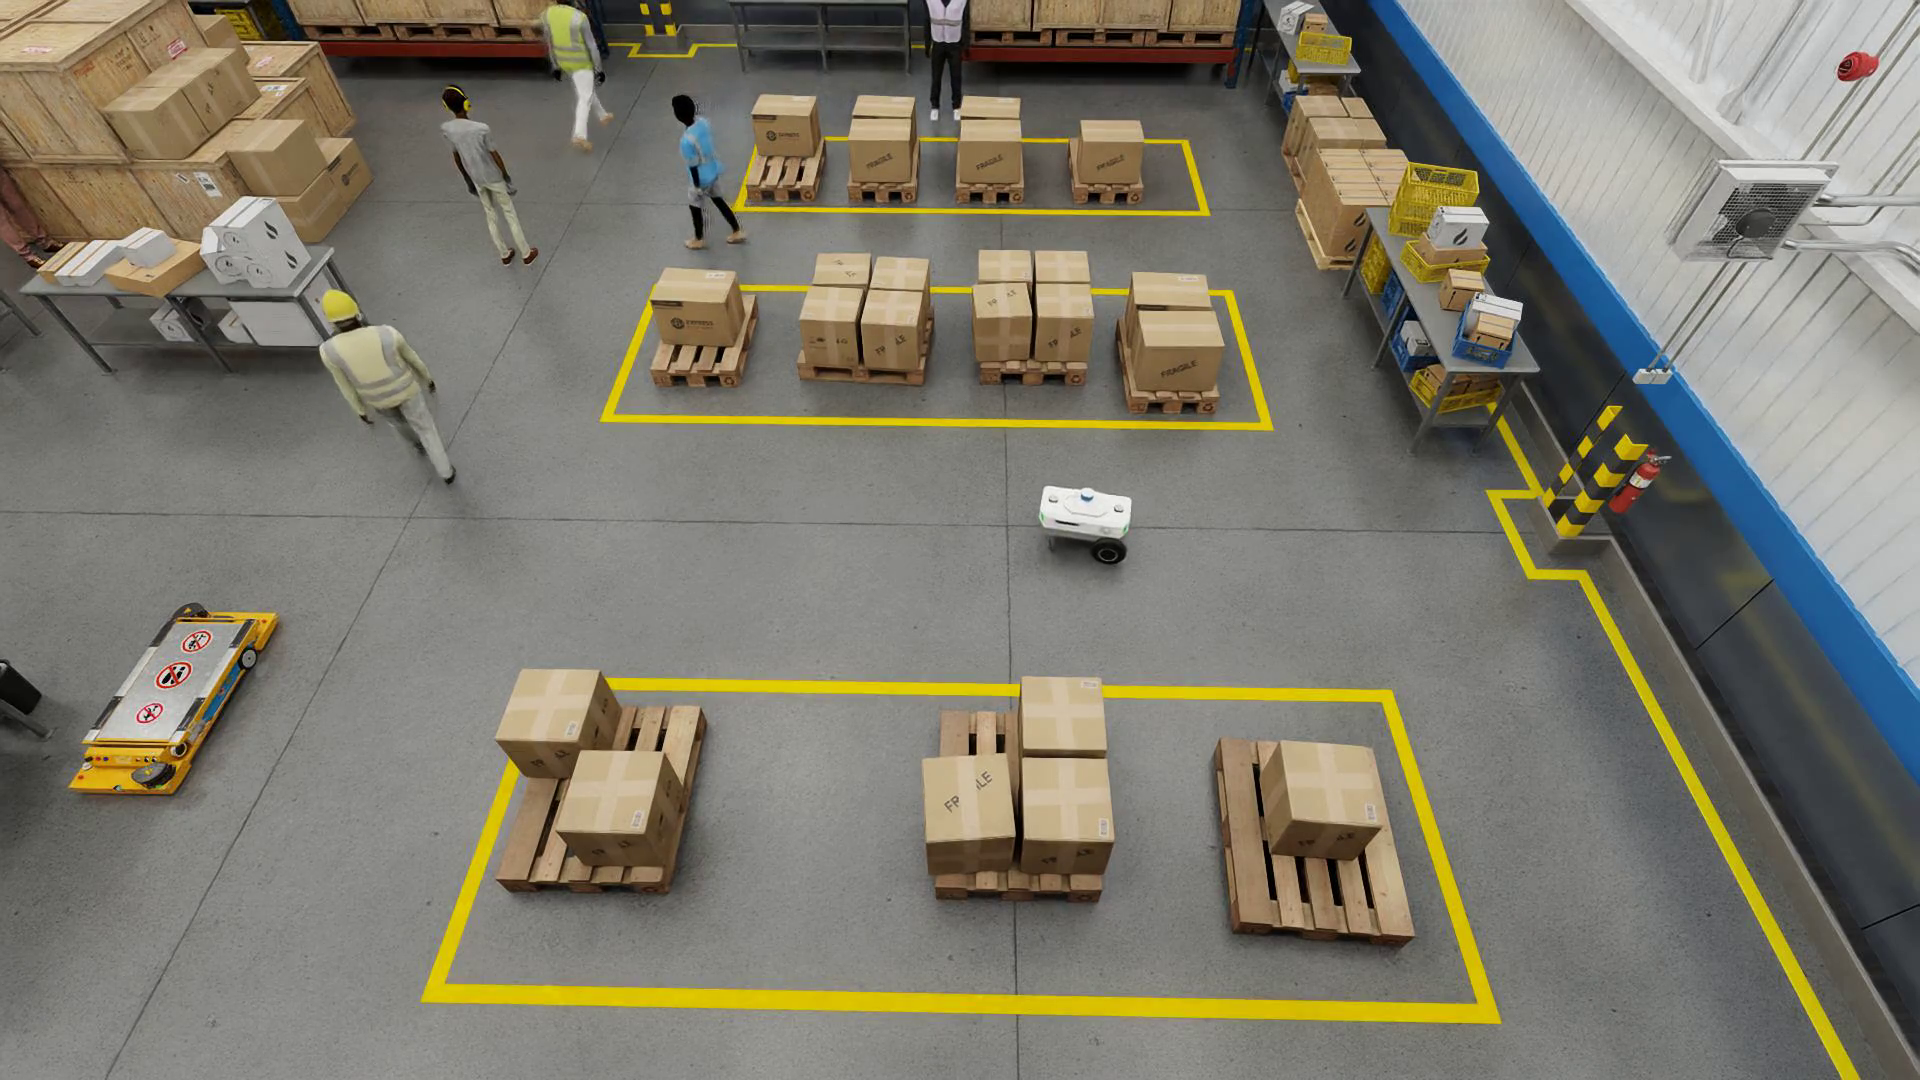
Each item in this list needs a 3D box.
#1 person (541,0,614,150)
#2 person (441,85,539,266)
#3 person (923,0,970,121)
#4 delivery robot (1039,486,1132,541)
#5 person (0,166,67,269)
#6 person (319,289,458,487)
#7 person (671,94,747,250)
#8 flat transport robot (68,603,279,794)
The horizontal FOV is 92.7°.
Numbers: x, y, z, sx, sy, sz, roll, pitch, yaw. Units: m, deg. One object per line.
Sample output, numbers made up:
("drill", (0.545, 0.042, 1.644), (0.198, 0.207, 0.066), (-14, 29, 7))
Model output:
("person", (-4.769, -5.849, 11.331), (0.646, 1.778, 1.034), (12, 51, 10))
("person", (-4.871, -3.719, 9.466), (0.504, 1.861, 0.328), (4, 50, 3))
("person", (-0.167, -6.329, 11.642), (0.585, 1.908, 0.386), (2, 50, 2))
("delivery robot", (0.990, -0.217, 7.289), (0.707, 0.478, 0.477), (9, 50, 8))
("person", (-10.088, -3.747, 9.454), (0.410, 1.913, 0.642), (0, 50, 0))
("person", (-4.608, -1.239, 7.414), (0.604, 1.814, 0.704), (-21, 53, -17))
("person", (-2.720, -3.869, 9.707), (0.664, 1.673, 0.543), (12, 51, 10))
("flat transport robot", (-5.504, 1.072, 6.442), (0.652, 0.197, 1.431), (1, 50, 1))
